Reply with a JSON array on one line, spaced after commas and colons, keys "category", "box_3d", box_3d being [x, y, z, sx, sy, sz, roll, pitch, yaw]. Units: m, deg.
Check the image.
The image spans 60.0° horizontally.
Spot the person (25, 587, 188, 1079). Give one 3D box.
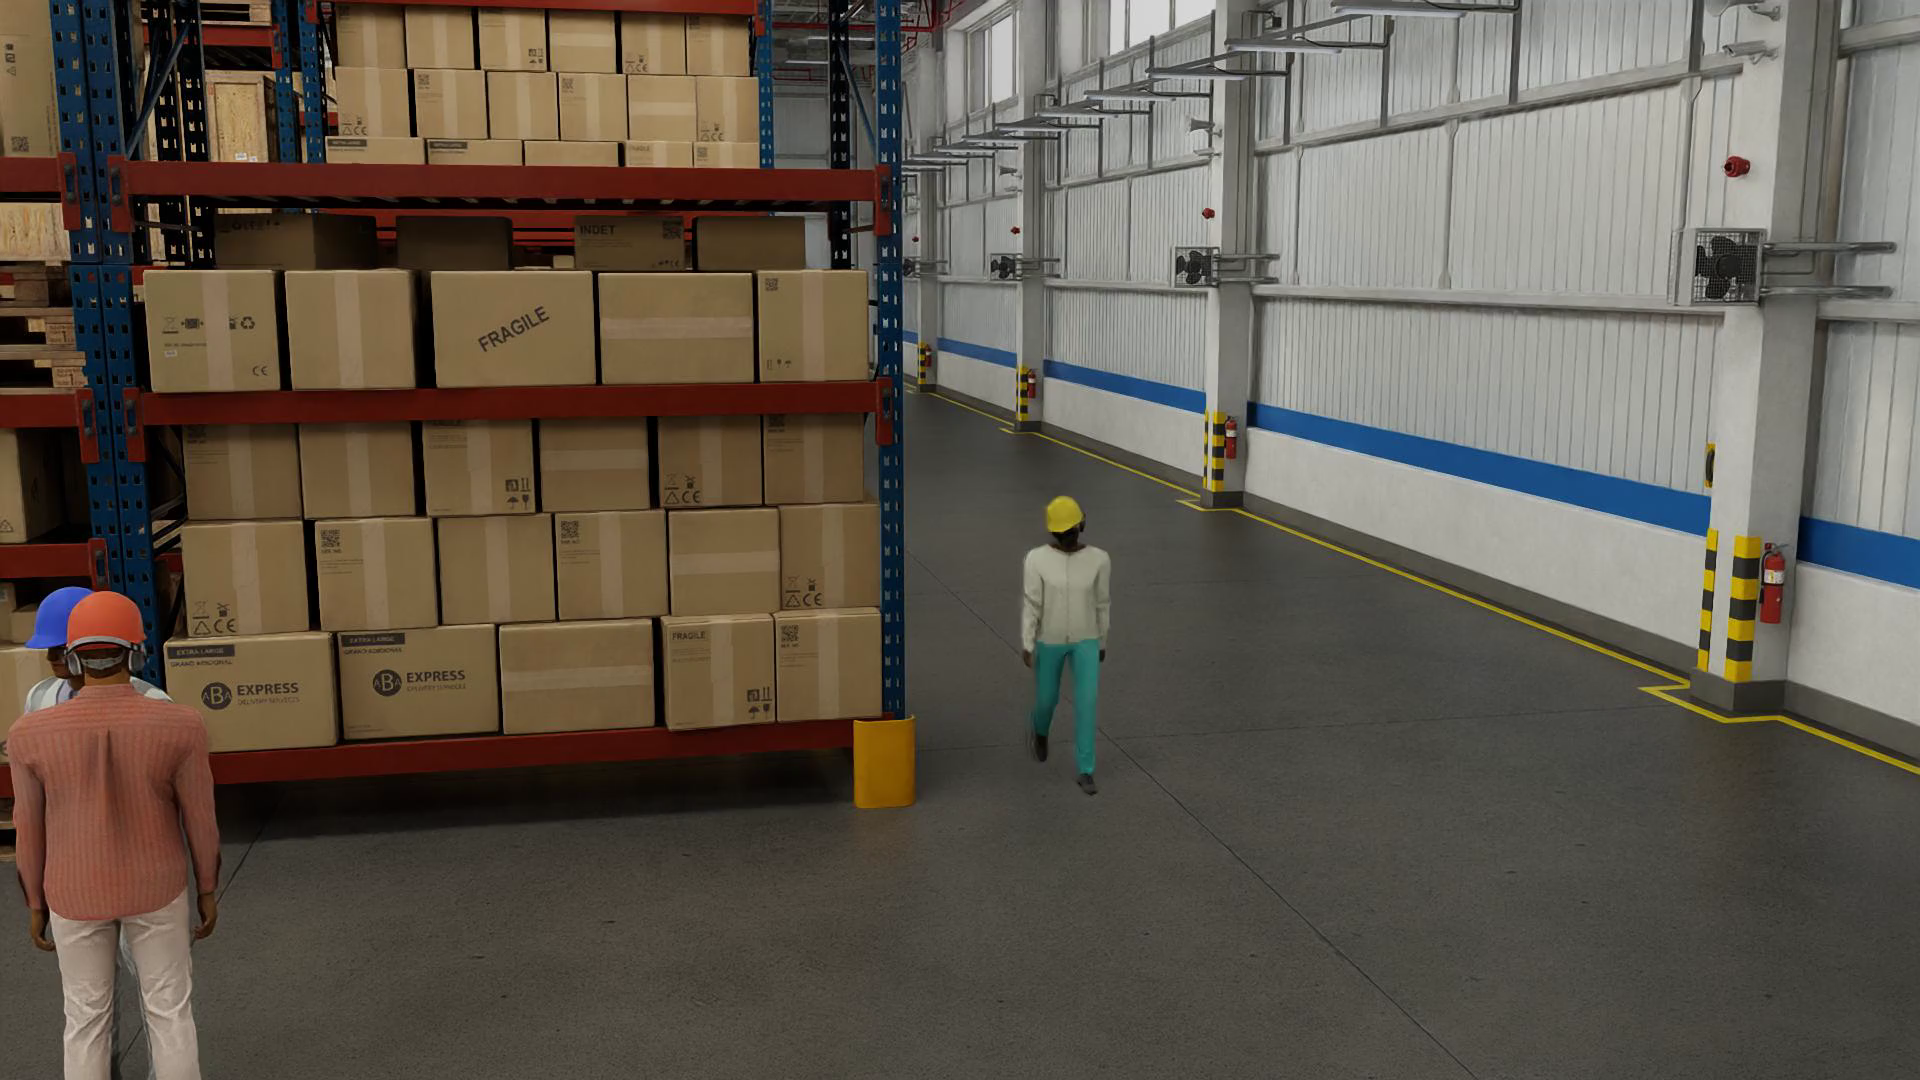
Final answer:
[{"category": "person", "box_3d": [-3.012, 1.114, 5.847, 0.616, 1.945, 0.404, 2, 10, 15]}]

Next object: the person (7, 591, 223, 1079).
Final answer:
[{"category": "person", "box_3d": [-2.770, 1.153, 5.513, 0.608, 1.987, 0.402, -4, 10, -21]}]

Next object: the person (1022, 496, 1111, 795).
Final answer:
[{"category": "person", "box_3d": [0.617, 0.570, 9.804, 0.540, 1.732, 0.687, 0, 9, -3]}]
